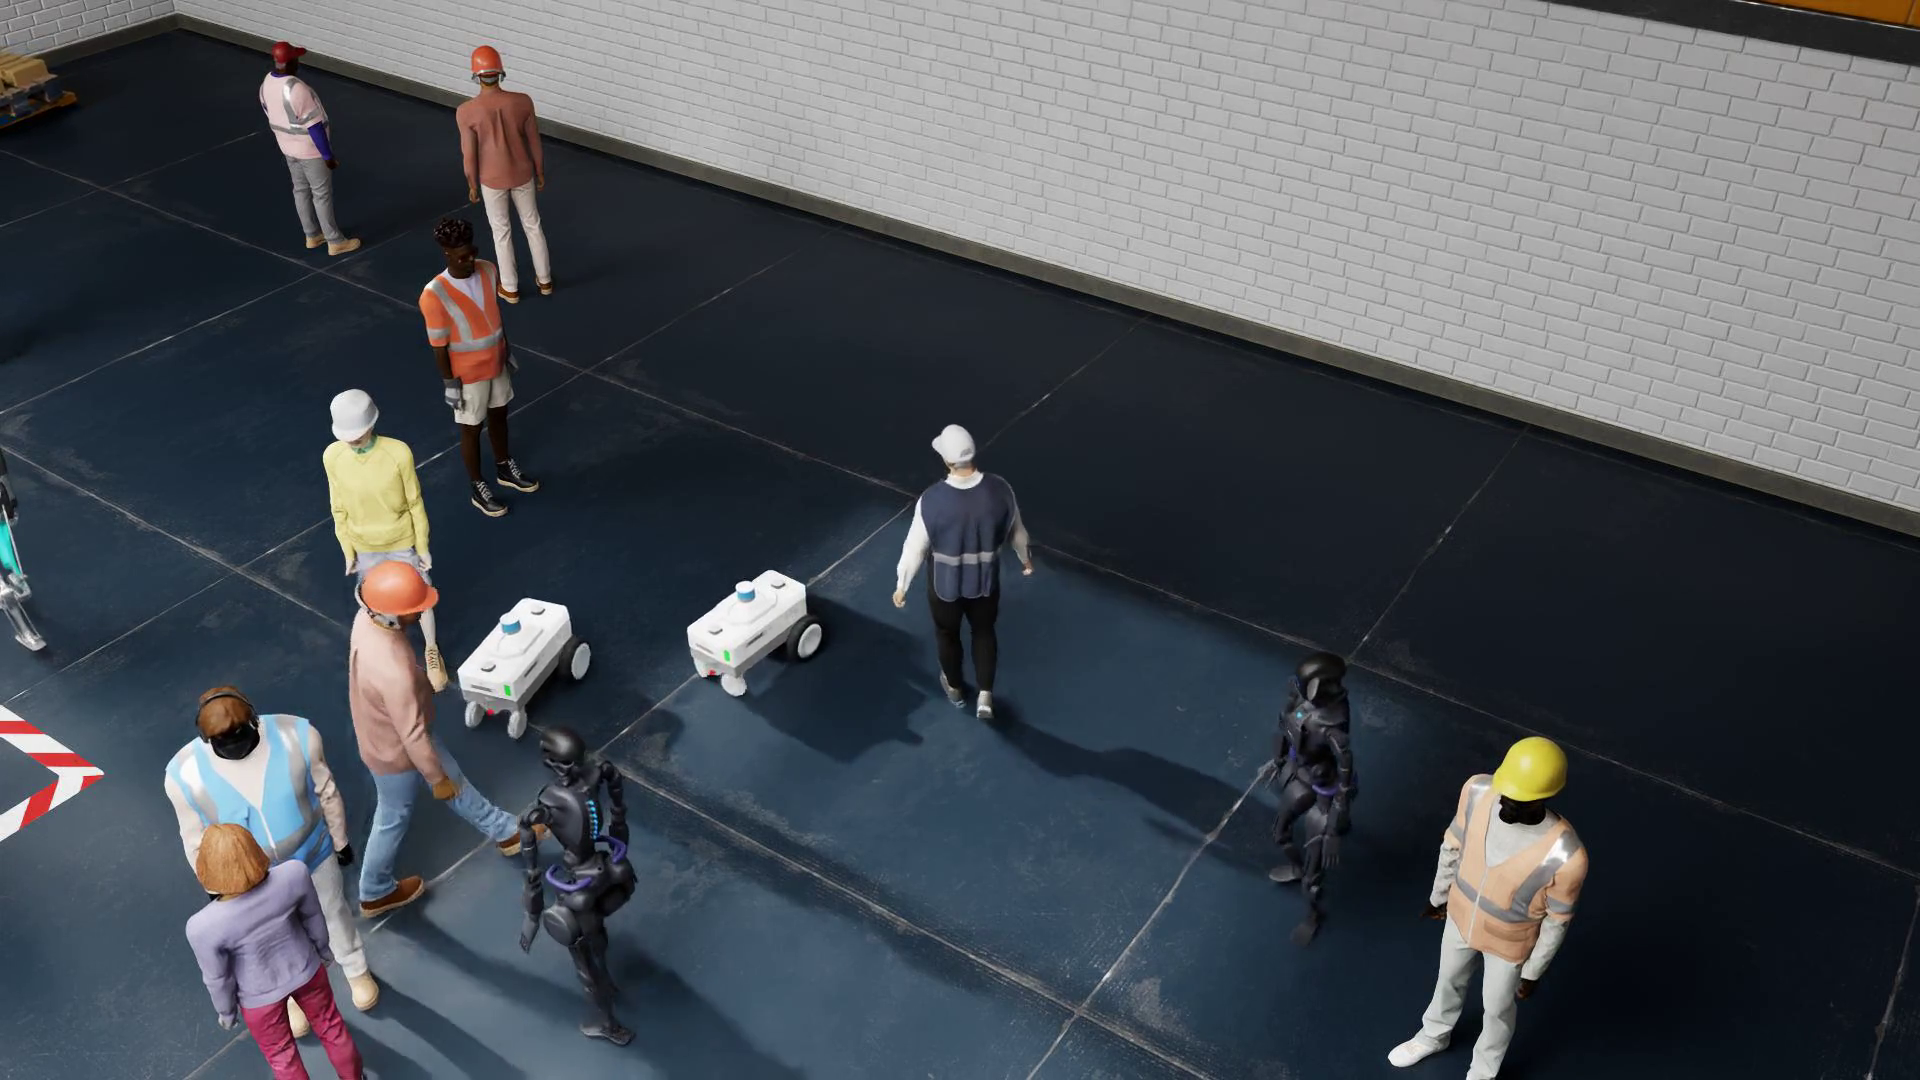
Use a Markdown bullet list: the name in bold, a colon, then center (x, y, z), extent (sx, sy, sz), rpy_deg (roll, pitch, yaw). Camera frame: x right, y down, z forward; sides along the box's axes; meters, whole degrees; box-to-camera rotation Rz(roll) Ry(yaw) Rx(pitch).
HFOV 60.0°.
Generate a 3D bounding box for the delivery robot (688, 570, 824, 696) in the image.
- **delivery robot**: center (-1.178, 0.483, 9.315), extent (0.522, 0.584, 0.751), rpy_deg (23, 41, 29)

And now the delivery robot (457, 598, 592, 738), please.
- **delivery robot**: center (-2.403, 0.656, 9.090), extent (0.499, 0.610, 0.808), rpy_deg (11, 36, 15)

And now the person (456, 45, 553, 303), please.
- **person**: center (-3.486, -2.794, 12.753), extent (0.621, 1.991, 0.394), rpy_deg (-18, 39, -24)

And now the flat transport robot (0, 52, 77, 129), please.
- **flat transport robot**: center (-9.461, -4.185, 16.244), extent (0.659, 0.231, 1.431), rpy_deg (14, 37, 19)

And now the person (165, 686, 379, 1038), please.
- **person**: center (-2.876, 1.339, 6.989), extent (0.627, 1.838, 0.430), rpy_deg (-18, 39, -24)

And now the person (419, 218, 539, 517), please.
- **person**: center (-2.994, -1.088, 10.339), extent (0.361, 1.964, 0.612), rpy_deg (16, 38, 22)

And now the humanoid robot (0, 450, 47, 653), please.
- **humanoid robot**: center (-5.389, -0.104, 9.145), extent (1.048, 1.733, 0.547), rpy_deg (27, 43, 33)

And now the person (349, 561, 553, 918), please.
- **person**: center (-2.436, 0.886, 7.549), extent (1.018, 1.929, 0.675), rpy_deg (-14, 37, -19)

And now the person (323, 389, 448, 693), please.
- **person**: center (-3.055, 0.011, 8.842), extent (0.474, 1.884, 0.397), rpy_deg (-4, 35, -6)

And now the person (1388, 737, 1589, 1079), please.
- **person**: center (2.117, 1.529, 6.630), extent (0.355, 1.930, 0.586), rpy_deg (-23, 41, -29)

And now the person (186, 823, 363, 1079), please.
- **person**: center (-2.705, 1.743, 6.579), extent (0.286, 1.633, 0.499), rpy_deg (28, 44, 34)

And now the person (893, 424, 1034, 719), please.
- **person**: center (0.039, 0.197, 8.703), extent (0.797, 1.727, 0.579), rpy_deg (-9, 36, -12)

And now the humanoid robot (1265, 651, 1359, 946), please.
- **humanoid robot**: center (1.599, 1.116, 7.449), extent (0.422, 1.645, 0.610), rpy_deg (-12, 37, -16)

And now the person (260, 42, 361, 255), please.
- **person**: center (-5.301, -3.179, 13.512), extent (0.604, 1.754, 0.419), rpy_deg (21, 40, 27)

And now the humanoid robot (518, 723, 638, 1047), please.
- **humanoid robot**: center (-1.605, 1.449, 6.971), extent (0.448, 1.643, 0.598), rpy_deg (22, 41, 28)
